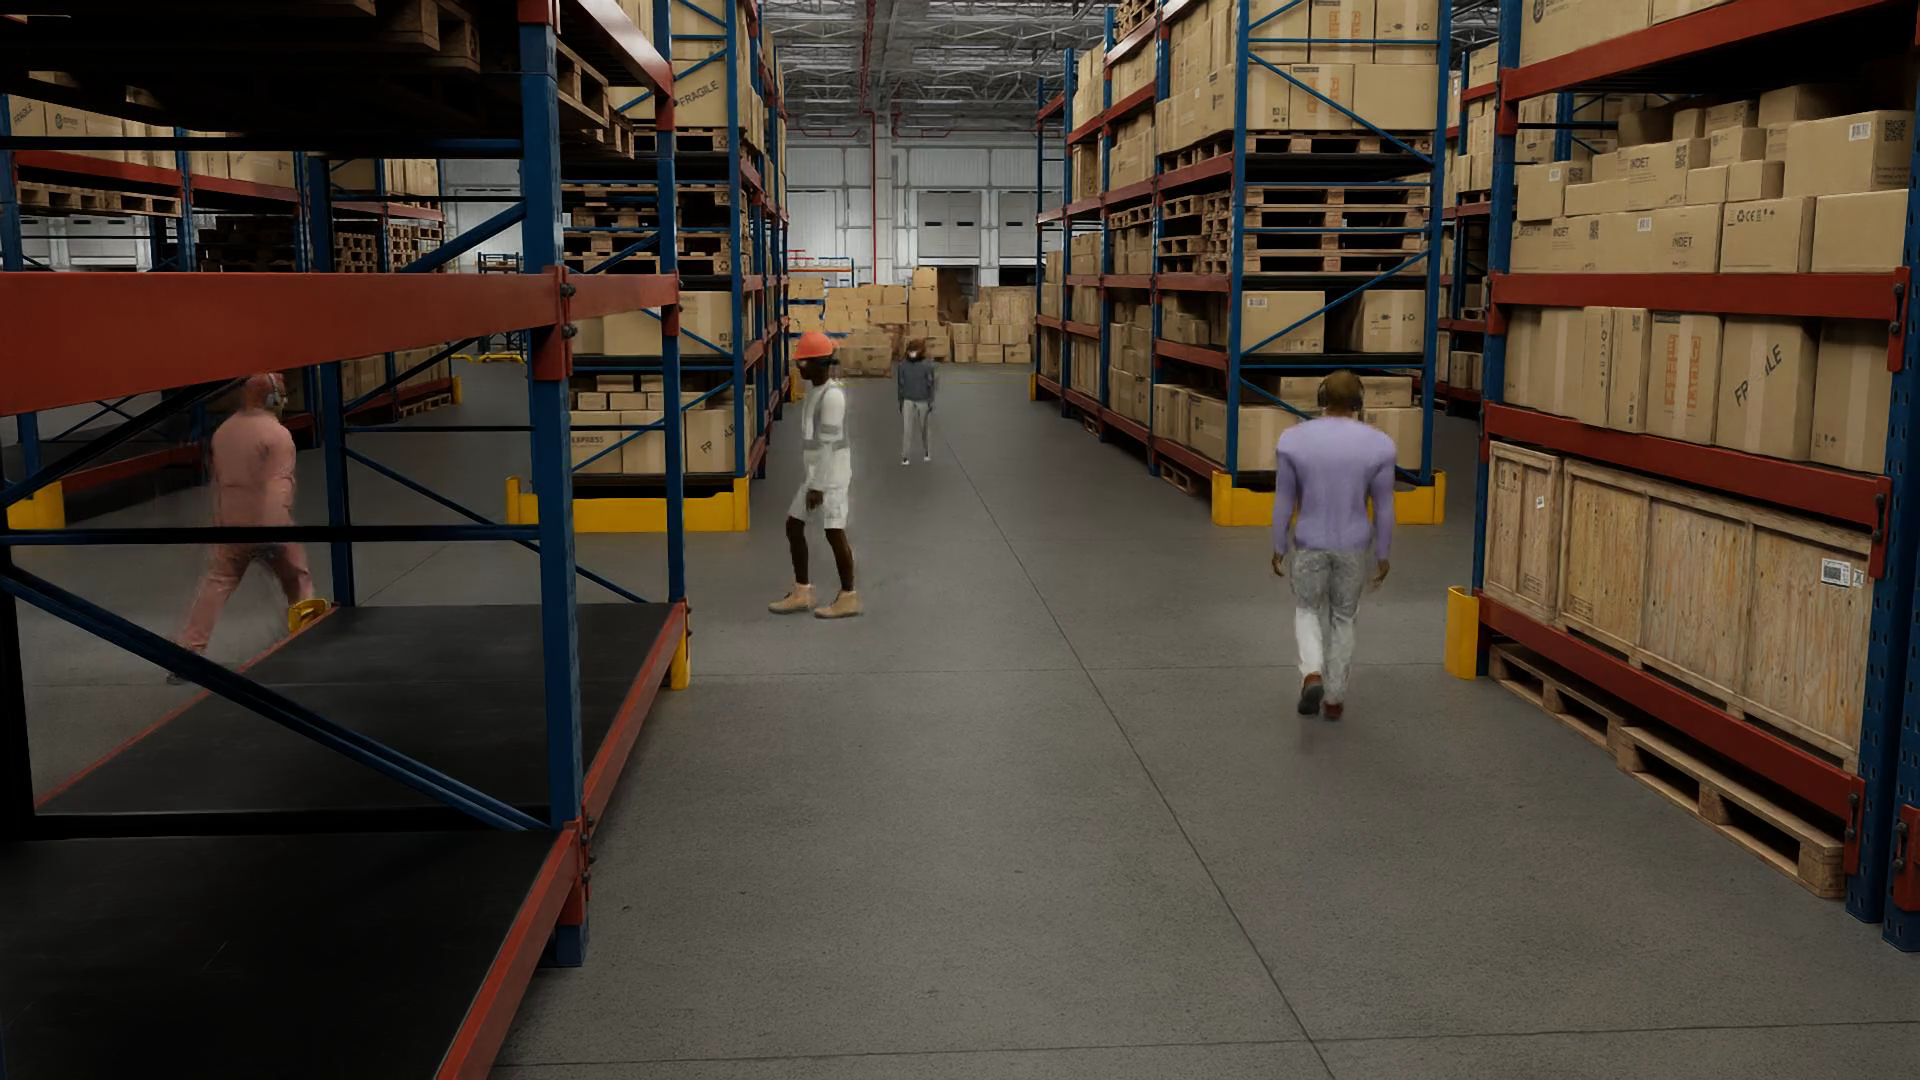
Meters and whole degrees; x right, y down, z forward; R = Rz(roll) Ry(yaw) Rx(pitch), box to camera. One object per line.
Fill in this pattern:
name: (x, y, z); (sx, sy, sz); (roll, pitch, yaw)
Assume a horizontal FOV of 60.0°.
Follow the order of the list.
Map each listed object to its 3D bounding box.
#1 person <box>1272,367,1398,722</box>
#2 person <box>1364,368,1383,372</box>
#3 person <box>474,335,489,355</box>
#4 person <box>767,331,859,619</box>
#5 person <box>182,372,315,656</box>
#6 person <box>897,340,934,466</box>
person: (1.996, 0.038, 8.886); (0.649, 1.921, 0.486); (2, 9, 13)
person: (6.633, -2.848, 27.337); (0.663, 1.812, 0.804); (0, 9, -3)
person: (-14.387, -6.476, 50.030); (0.506, 1.847, 0.343); (2, 9, 13)
person: (-1.051, -0.427, 11.531); (0.763, 2.019, 0.610); (-4, 10, -22)
person: (-4.268, -0.097, 10.056); (0.649, 1.836, 1.117); (4, 10, 25)
person: (-0.551, -1.765, 21.240); (0.501, 1.596, 0.805); (2, 9, 10)
